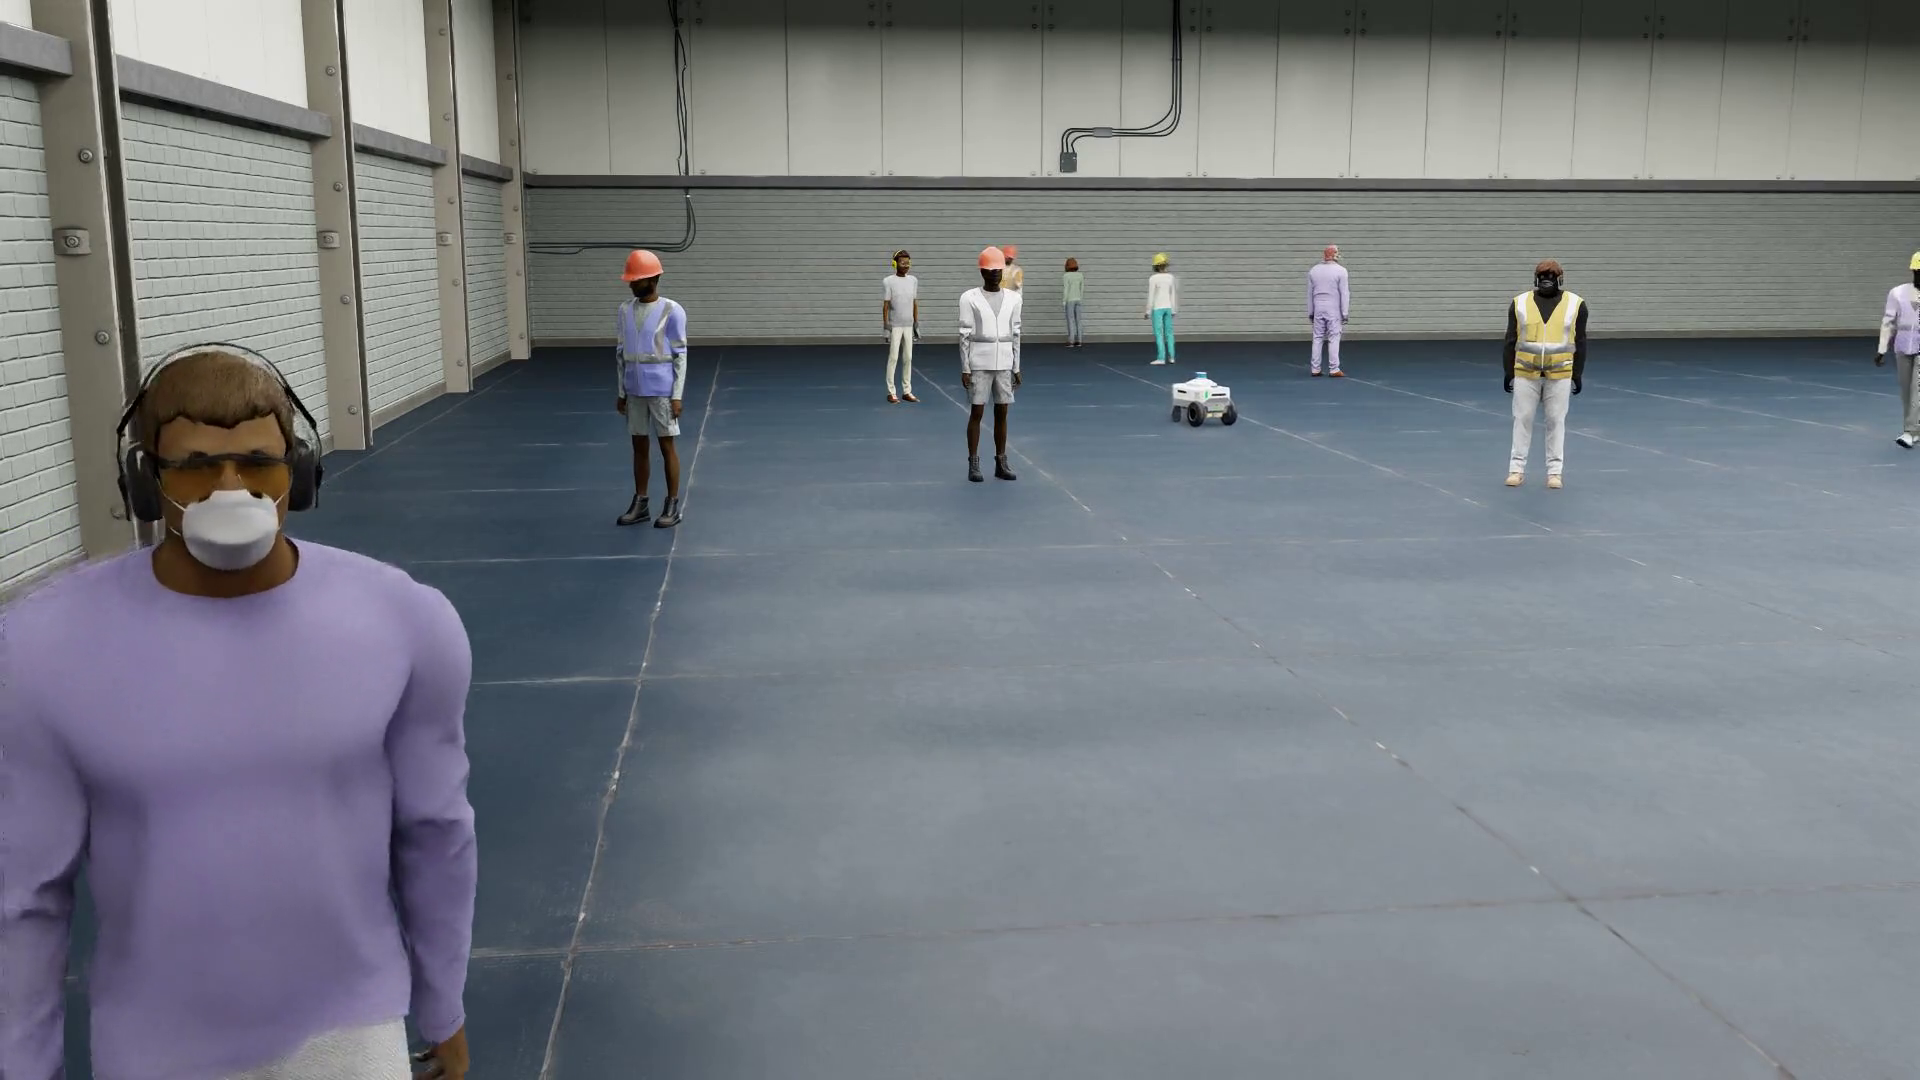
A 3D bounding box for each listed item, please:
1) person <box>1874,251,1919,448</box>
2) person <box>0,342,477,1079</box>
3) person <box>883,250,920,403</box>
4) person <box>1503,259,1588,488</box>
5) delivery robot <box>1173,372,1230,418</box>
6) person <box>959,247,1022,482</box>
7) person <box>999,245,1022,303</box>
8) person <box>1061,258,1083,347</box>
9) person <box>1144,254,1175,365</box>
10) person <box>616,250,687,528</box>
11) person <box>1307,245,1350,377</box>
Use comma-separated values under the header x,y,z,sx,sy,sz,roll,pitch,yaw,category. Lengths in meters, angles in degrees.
x,y,z,sx,sy,sz,roll,pitch,yaw,category
9.165,-1.826,16.012,0.939,1.886,0.598,-9,13,-40,person
-0.990,0.666,2.332,0.638,1.900,1.014,-4,11,-22,person
-0.714,-2.601,20.332,0.517,1.865,0.313,-8,13,-36,person
4.714,-1.338,13.451,0.636,1.842,0.429,4,11,22,person
2.611,-1.573,18.012,0.477,0.478,0.707,-5,11,-24,delivery robot
0.265,-1.452,13.817,0.545,1.938,0.362,-4,11,-19,person
0.751,-3.891,27.303,0.560,1.890,0.581,1,10,7,person
2.074,-4.394,30.774,0.500,1.633,0.289,-8,13,-39,person
3.210,-3.647,26.412,0.645,1.741,0.316,-8,13,-37,person
-2.170,-1.044,11.602,0.542,1.929,0.374,4,11,23,person
5.348,-3.306,24.072,0.651,1.904,0.401,10,14,42,person
